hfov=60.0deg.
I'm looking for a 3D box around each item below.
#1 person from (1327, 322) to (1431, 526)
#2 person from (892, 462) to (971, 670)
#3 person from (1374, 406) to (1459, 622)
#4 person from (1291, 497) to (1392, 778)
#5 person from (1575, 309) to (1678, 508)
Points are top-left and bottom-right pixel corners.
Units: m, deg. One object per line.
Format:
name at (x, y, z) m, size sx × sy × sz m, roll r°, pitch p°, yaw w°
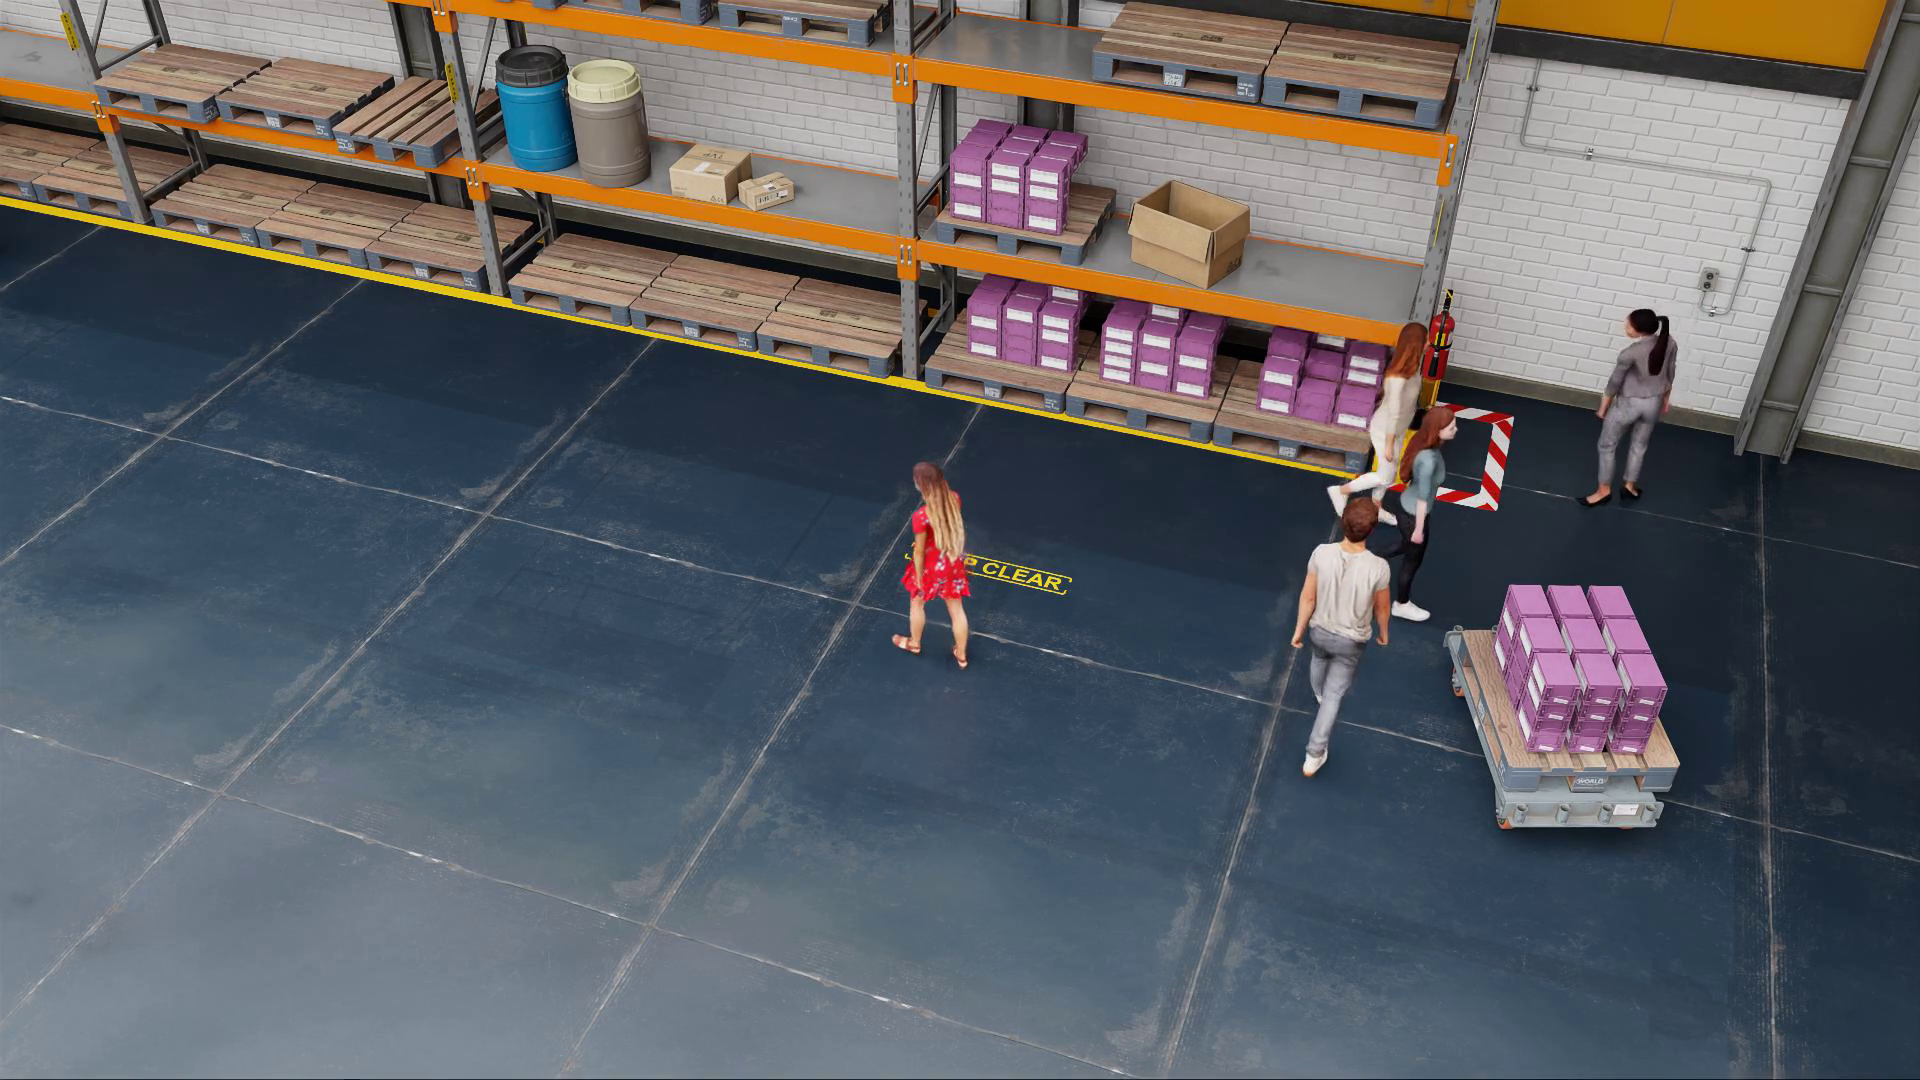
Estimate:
person at (2.991, -0.799, 11.897) m, size 0.789 × 1.691 × 0.614 m, roll 14°, pitch 41°, yaw 17°
person at (-0.099, 0.193, 10.749) m, size 0.774 × 1.572 × 0.869 m, roll -22°, pitch 44°, yaw -26°
person at (2.948, -0.176, 11.081) m, size 0.881 × 1.734 × 0.617 m, roll 9°, pitch 40°, yaw 12°
person at (2.249, 0.622, 9.991) m, size 1.135 × 1.847 × 0.833 m, roll 17°, pitch 42°, yaw 20°
person at (4.976, -0.951, 12.119) m, size 0.714 × 1.651 × 0.855 m, roll 2°, pitch 39°, yaw 2°
